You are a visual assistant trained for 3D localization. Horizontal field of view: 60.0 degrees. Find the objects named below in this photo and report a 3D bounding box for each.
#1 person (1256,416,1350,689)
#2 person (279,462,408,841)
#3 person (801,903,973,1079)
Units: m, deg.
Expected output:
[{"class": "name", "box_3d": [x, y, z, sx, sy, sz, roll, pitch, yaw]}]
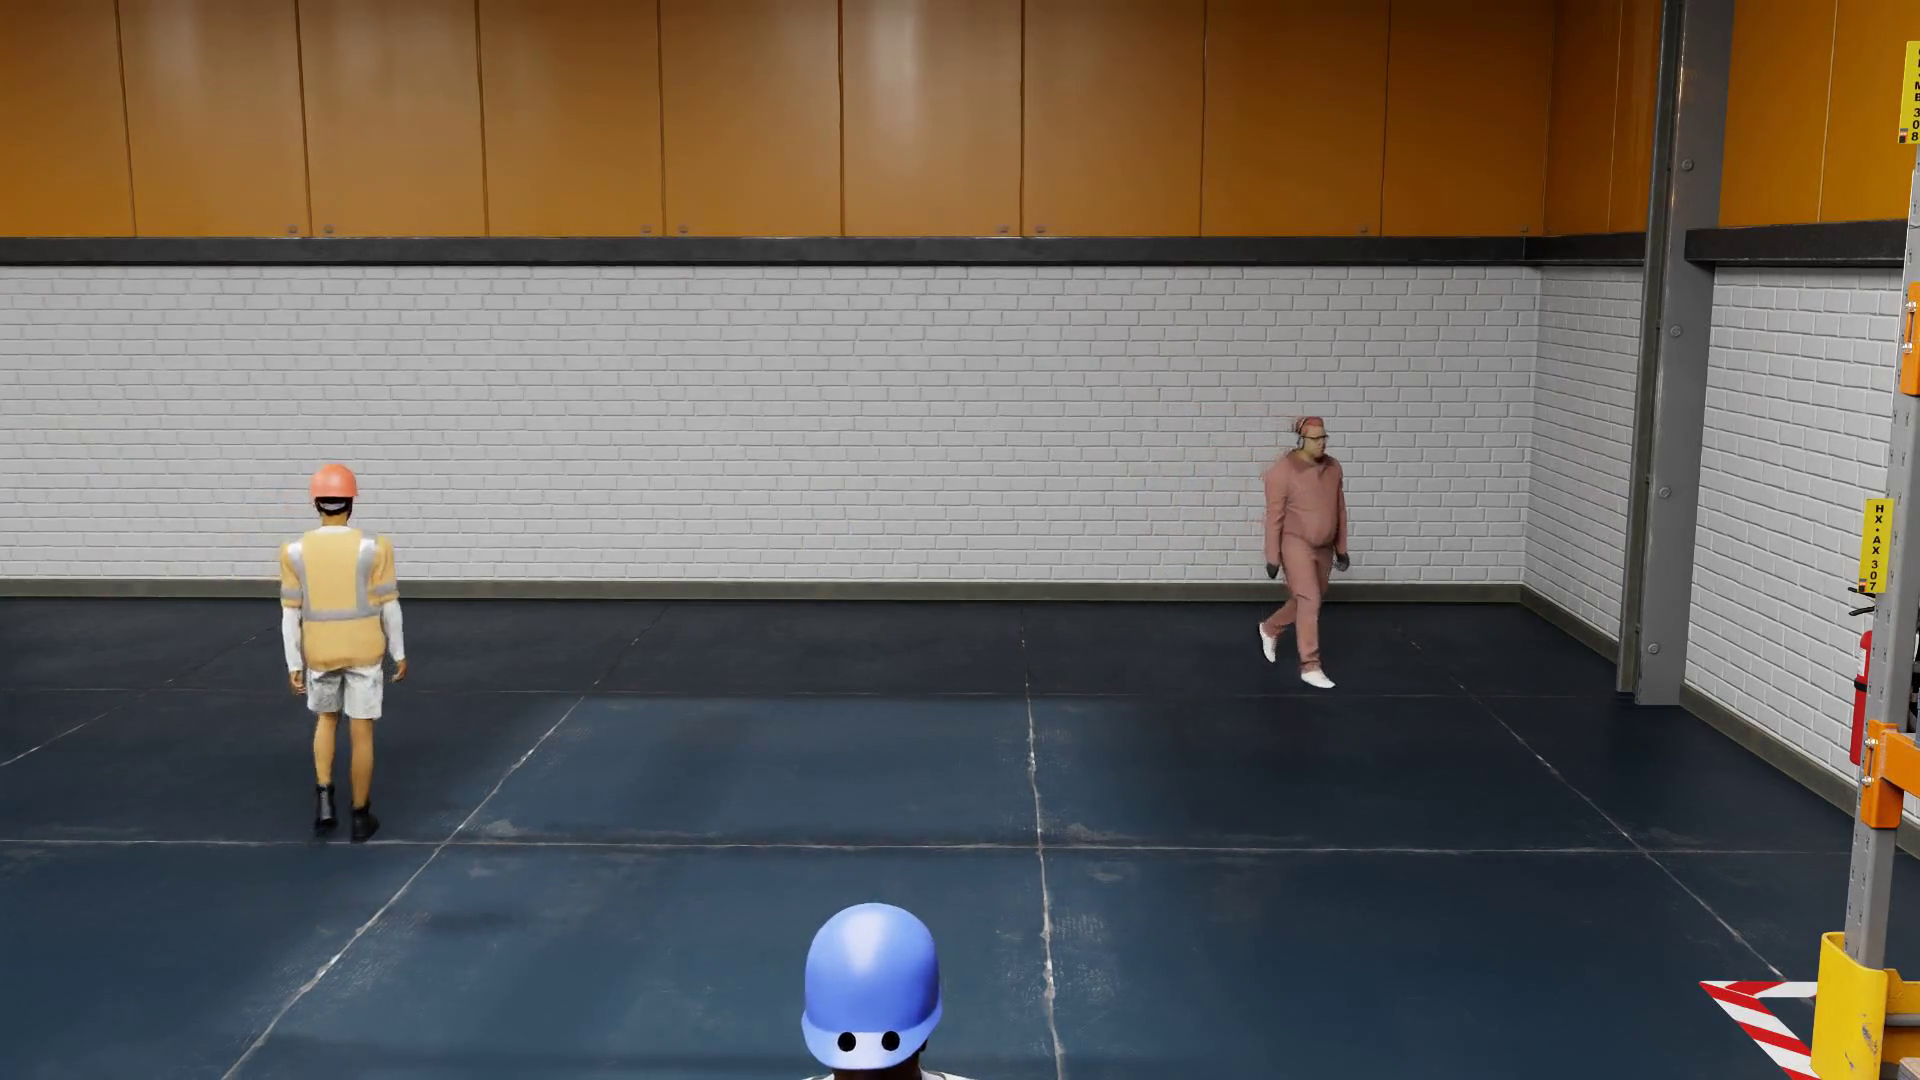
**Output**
[{"class": "person", "box_3d": [2.375, 0.048, 11.682, 0.645, 1.879, 0.841, -7, 12, -35]}, {"class": "person", "box_3d": [-3.113, 0.570, 8.435, 0.566, 1.922, 0.433, -1, 10, -5]}, {"class": "person", "box_3d": [-0.133, 1.509, 2.712, 0.613, 1.945, 0.406, -1, 10, -6]}]
